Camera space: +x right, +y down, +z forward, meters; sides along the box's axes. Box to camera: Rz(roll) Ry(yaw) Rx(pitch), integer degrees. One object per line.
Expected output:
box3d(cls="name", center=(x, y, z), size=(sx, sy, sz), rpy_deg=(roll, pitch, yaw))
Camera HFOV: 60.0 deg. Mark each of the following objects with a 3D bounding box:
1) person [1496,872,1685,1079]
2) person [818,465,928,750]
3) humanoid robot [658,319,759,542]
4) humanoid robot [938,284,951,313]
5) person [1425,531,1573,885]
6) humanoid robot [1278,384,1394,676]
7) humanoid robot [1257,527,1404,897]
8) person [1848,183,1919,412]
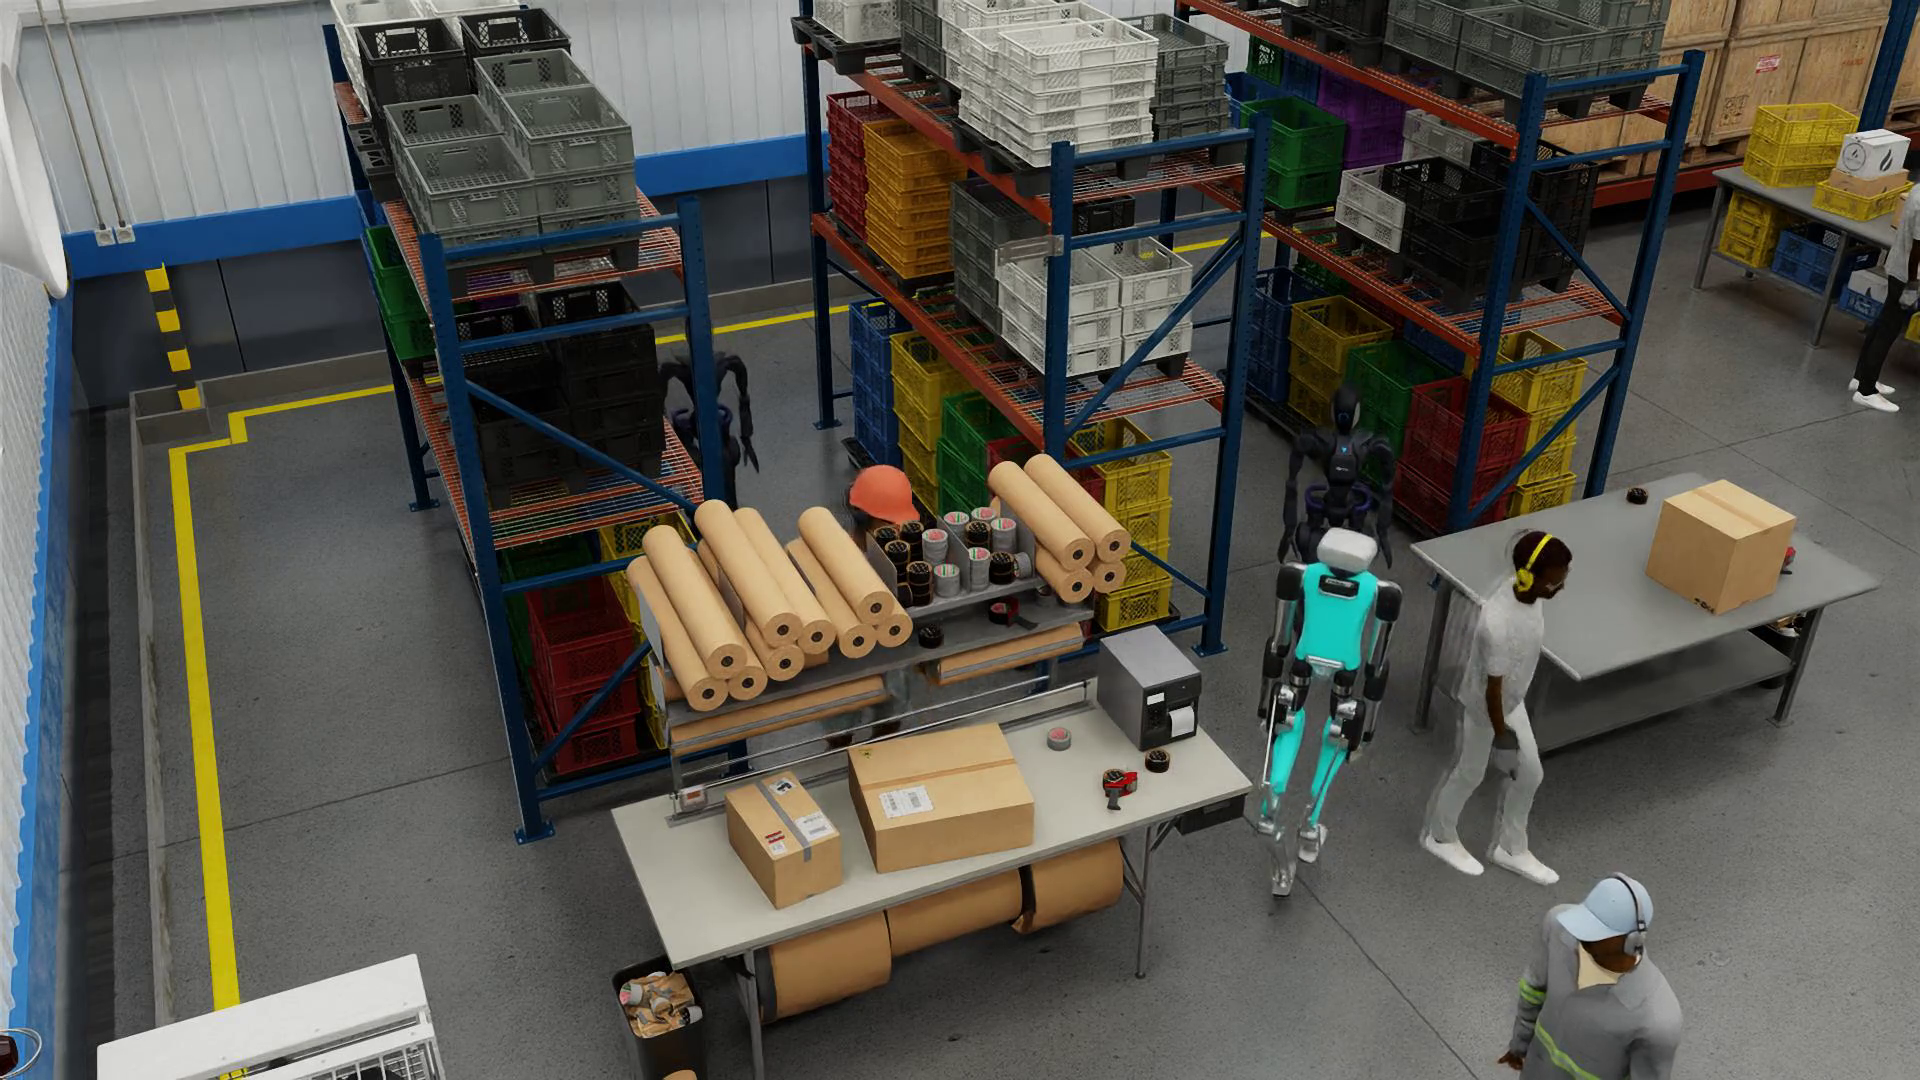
box3d(cls="person", center=(2.014, 1.818, 5.508), size=(0.397, 1.852, 0.589), rpy_deg=(-13, 34, -19))
box3d(cls="person", center=(-0.428, 0.550, 7.409), size=(0.679, 2.018, 0.480), rpy_deg=(-16, 35, -24))
box3d(cls="humanoid robot", center=(-1.466, -0.554, 9.571), size=(0.585, 1.621, 0.791), rpy_deg=(-11, 33, -17))
box3d(cls="humanoid robot", center=(-0.033, -2.085, 12.016), size=(0.600, 1.650, 0.370), rpy_deg=(13, 34, 20))
box3d(cls="person", center=(2.427, 0.786, 7.195), size=(0.699, 1.843, 0.510), rpy_deg=(25, 40, 35))
box3d(cls="humanoid robot", center=(1.987, -0.042, 8.727), size=(0.593, 1.632, 0.740), rpy_deg=(5, 32, 8))
box3d(cls="humanoid robot", center=(1.510, 0.874, 7.165), size=(0.540, 1.772, 0.848), rpy_deg=(11, 33, 17))
box3d(cls="person", center=(6.490, -1.798, 11.364), size=(0.329, 1.872, 0.509), rpy_deg=(12, 33, 18))
